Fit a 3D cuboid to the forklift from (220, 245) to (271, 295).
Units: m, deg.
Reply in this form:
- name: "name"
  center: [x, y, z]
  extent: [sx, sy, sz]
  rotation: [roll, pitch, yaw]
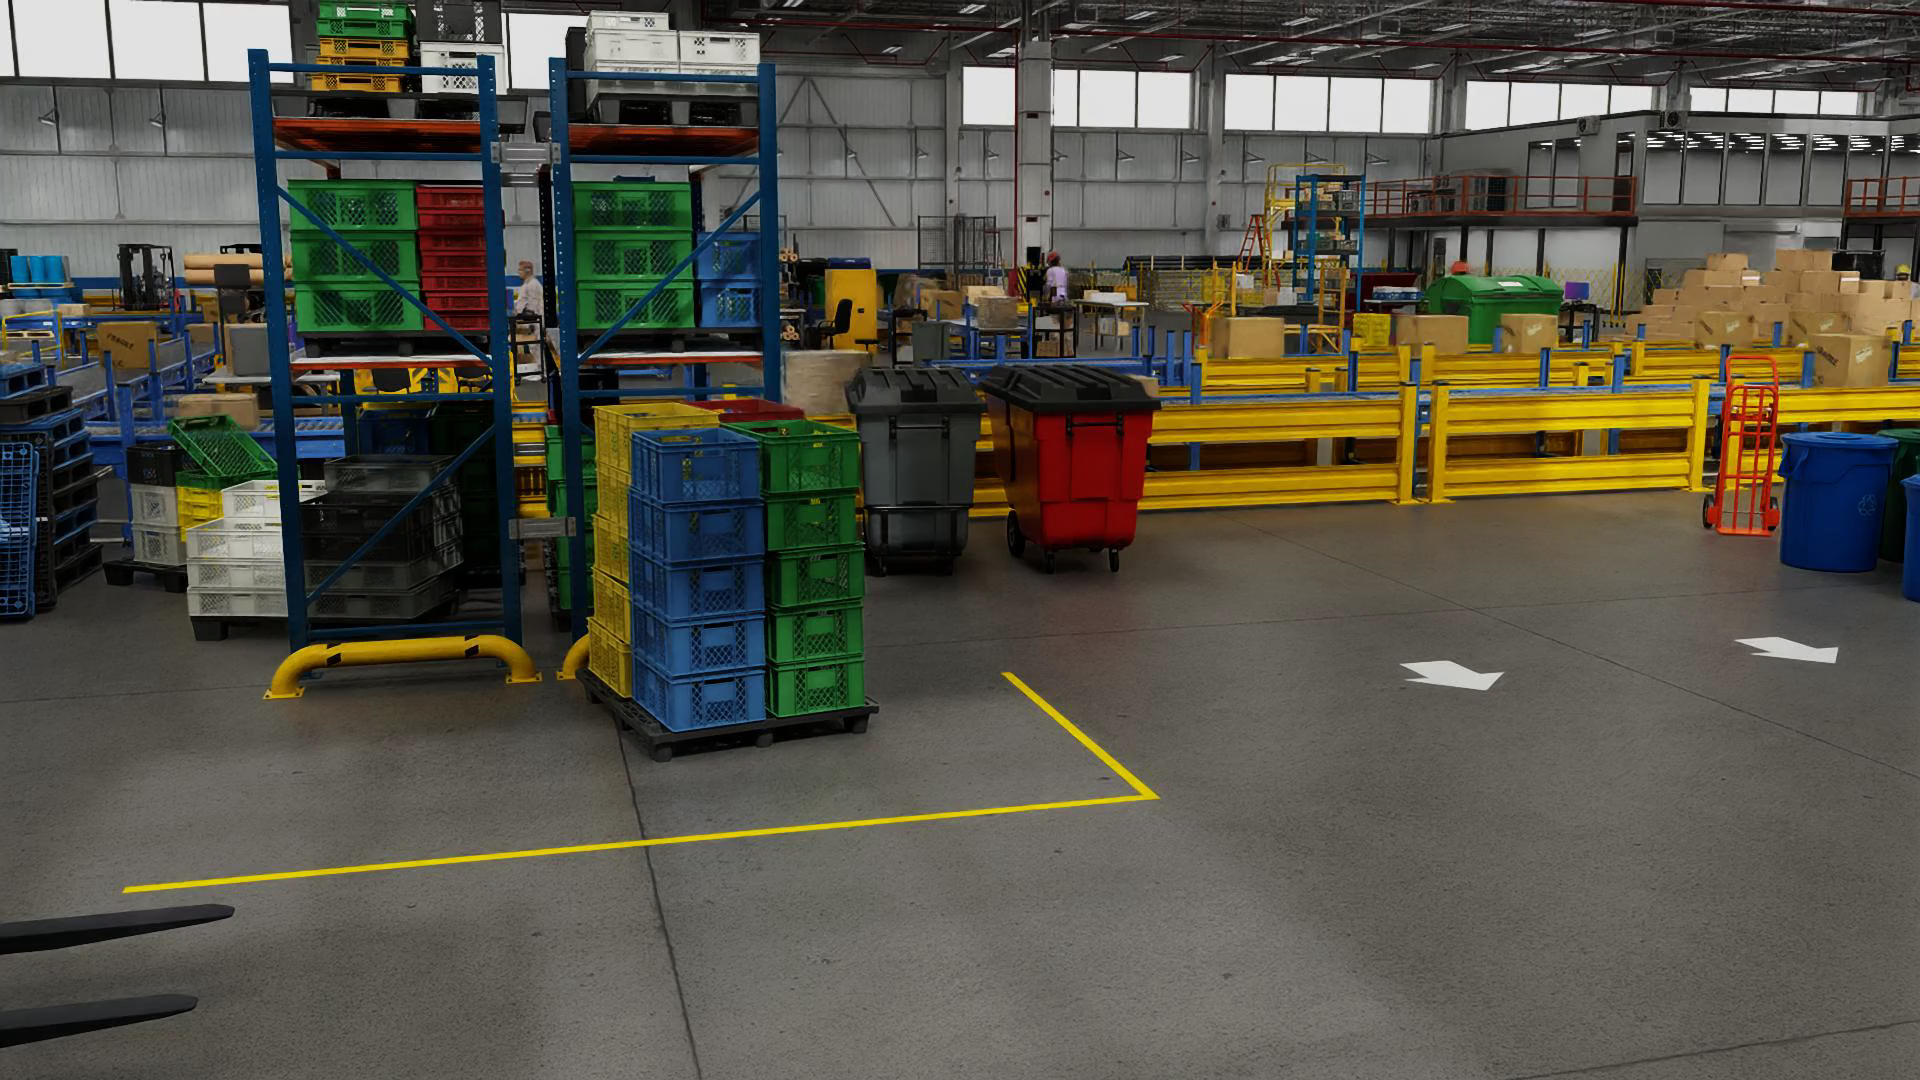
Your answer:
- name: "forklift"
  center: [-17.749, -6.334, 41.440]
  extent: [1.157, 1.987, 2.680]
  rotation: [-3, 10, -17]

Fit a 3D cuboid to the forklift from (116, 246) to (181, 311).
- name: "forklift"
  center: [-19.966, -6.232, 40.894]
  extent: [1.157, 1.987, 2.680]
  rotation: [-3, 10, -15]

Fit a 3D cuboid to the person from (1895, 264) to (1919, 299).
- name: "person"
  center: [15.630, -3.659, 27.664]
  extent: [0.586, 1.825, 0.404]
  rotation: [2, 10, 8]

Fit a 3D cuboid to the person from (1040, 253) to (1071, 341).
- name: "person"
  center: [2.168, -5.443, 37.319]
  extent: [0.631, 1.982, 0.672]
  rotation: [-9, 13, -42]

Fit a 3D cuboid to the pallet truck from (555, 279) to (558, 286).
- name: "pallet truck"
  center: [-10.604, -6.375, 44.520]
  extent: [0.653, 1.274, 1.630]
  rotation: [-3, 10, -15]

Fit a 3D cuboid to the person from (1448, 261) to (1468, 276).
- name: "person"
  center: [7.741, -3.409, 26.045]
  extent: [0.993, 1.887, 0.571]
  rotation: [-5, 11, -25]

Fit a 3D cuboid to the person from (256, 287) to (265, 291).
- name: "person"
  center: [-14.861, -5.030, 35.691]
  extent: [0.861, 1.727, 0.540]
  rotation: [-9, 13, -41]

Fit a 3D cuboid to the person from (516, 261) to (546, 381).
- name: "person"
  center: [-6.829, -3.470, 26.407]
  extent: [0.398, 1.897, 0.639]
  rotation: [-4, 11, -21]
